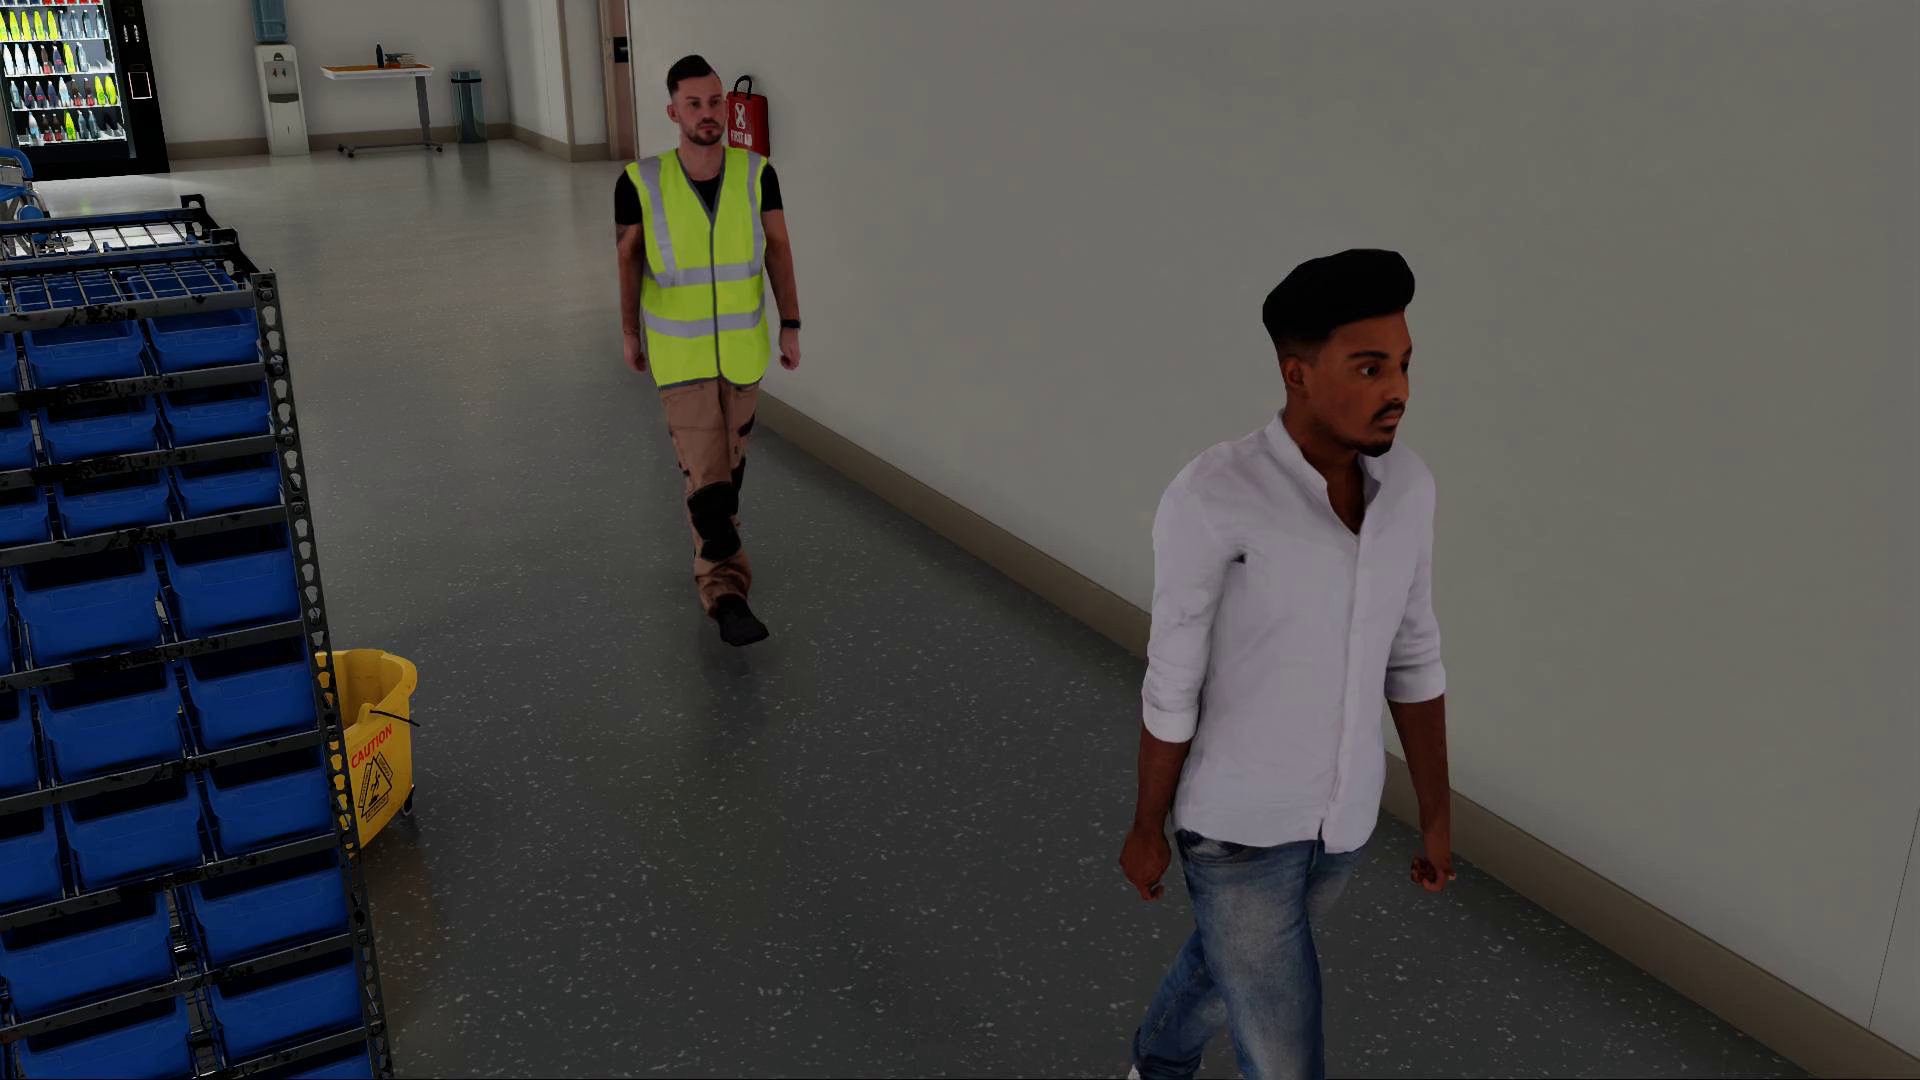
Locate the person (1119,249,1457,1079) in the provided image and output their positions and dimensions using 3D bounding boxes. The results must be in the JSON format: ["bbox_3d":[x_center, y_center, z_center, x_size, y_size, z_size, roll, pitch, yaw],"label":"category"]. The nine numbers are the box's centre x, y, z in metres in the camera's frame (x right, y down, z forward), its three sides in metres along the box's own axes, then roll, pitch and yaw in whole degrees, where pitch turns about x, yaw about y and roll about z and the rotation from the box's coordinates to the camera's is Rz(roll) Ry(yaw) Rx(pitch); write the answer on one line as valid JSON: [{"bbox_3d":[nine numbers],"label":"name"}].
[{"bbox_3d":[0.474,0.401,2.772,1.103,1.768,0.716,-11,23,-27],"label":"person"}]

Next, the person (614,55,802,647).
[{"bbox_3d":[-0.824,-0.616,5.414,1.115,1.798,0.818,-9,23,-23],"label":"person"}]
